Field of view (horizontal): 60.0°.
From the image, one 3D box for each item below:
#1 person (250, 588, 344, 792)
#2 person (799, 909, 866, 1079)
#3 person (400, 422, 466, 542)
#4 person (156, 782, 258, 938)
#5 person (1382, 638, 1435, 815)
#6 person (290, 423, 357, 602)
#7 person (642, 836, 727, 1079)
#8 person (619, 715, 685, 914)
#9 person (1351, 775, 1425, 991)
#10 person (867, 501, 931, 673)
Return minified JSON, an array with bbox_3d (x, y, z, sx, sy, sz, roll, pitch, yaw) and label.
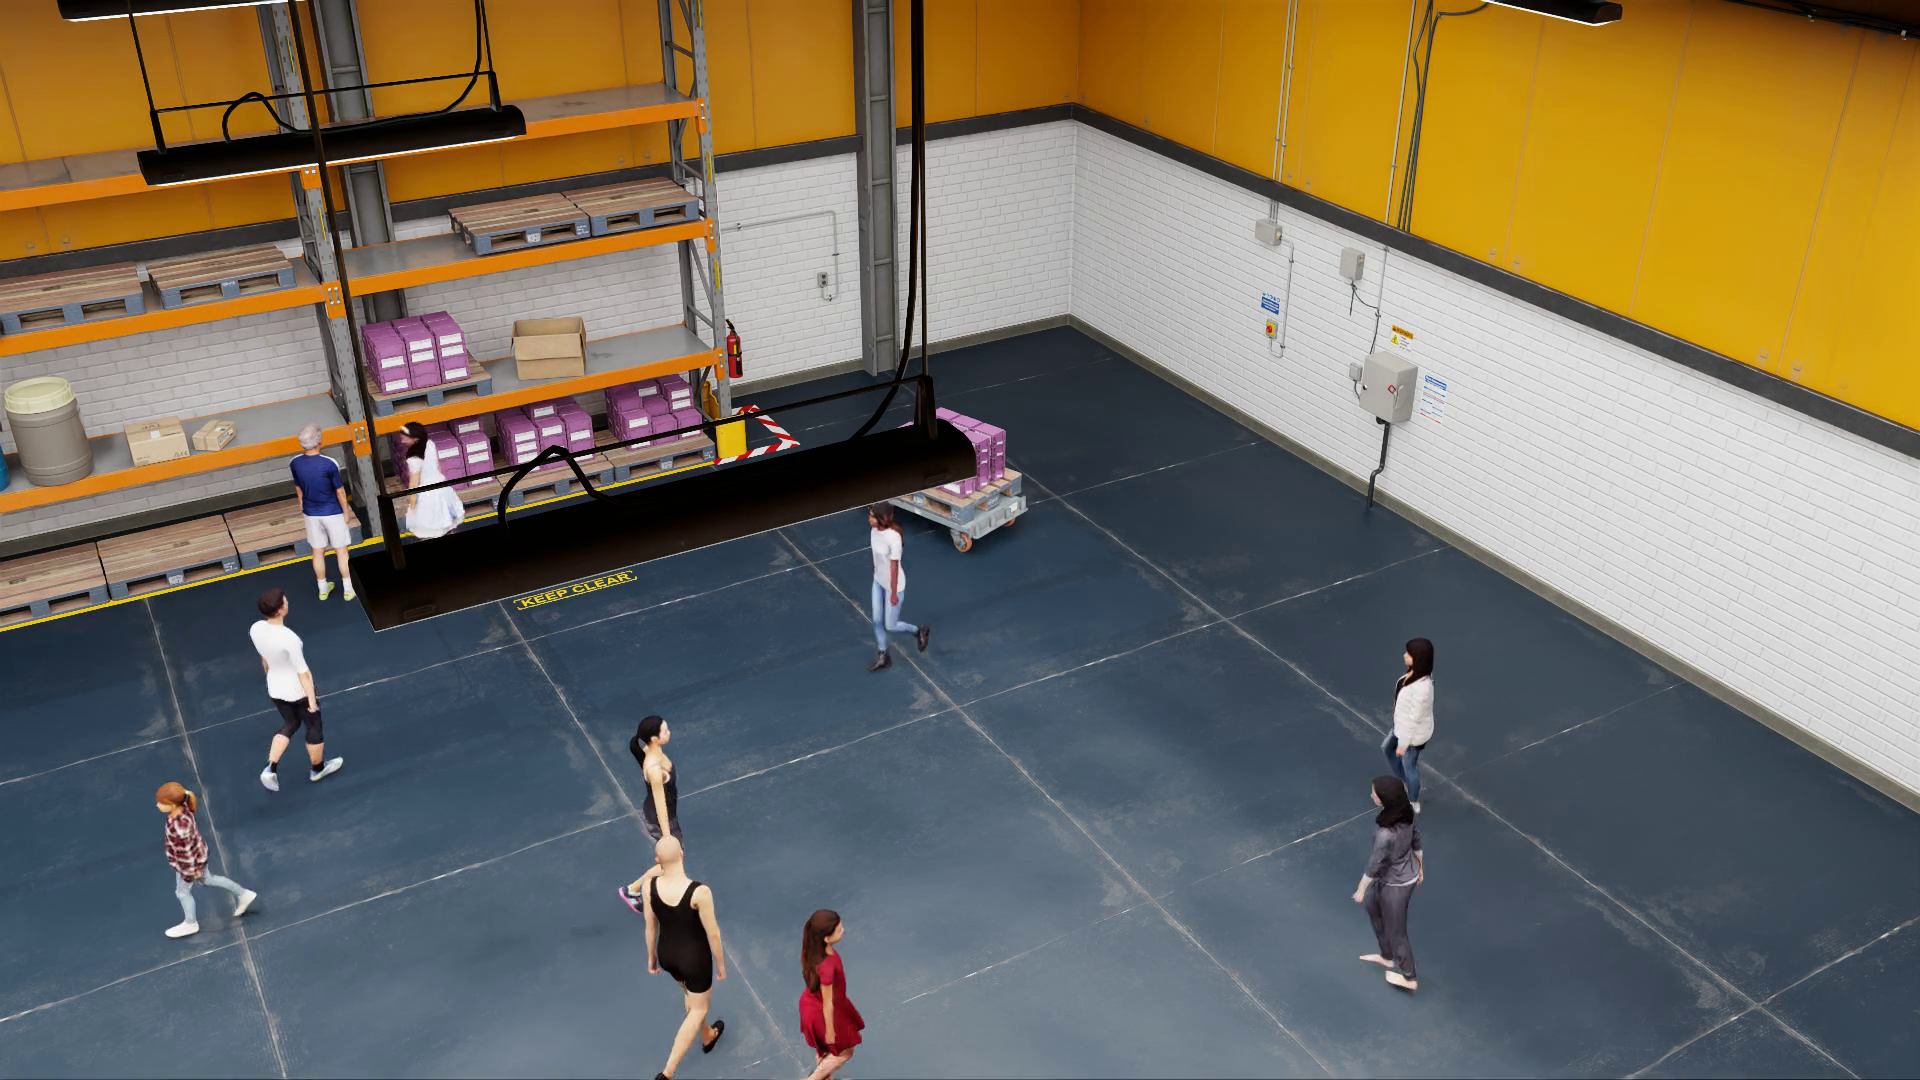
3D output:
[{"bbox_3d":[-5.426,1.234,13.317,0.988,1.831,1.096,12,31,22],"label":"person"},{"bbox_3d":[-0.910,2.963,10.445,0.737,1.547,0.605,-10,30,-17],"label":"person"},{"bbox_3d":[-5.146,-0.341,16.256,0.954,1.782,0.893,17,33,29],"label":"person"},{"bbox_3d":[-5.481,2.266,11.991,0.908,1.289,0.640,-9,30,-15],"label":"person"},{"bbox_3d":[3.634,1.474,13.093,0.775,1.624,0.740,3,29,6],"label":"person"},{"bbox_3d":[-6.143,-0.265,16.063,0.657,1.834,0.770,1,29,1],"label":"person"},{"bbox_3d":[-1.806,2.737,10.618,1.064,1.778,1.144,10,30,17],"label":"person"},{"bbox_3d":[-2.241,2.030,11.979,0.844,1.715,0.707,-6,29,-11],"label":"person"},{"bbox_3d":[3.033,2.363,11.364,0.787,1.720,0.824,-25,37,-37],"label":"person"},{"bbox_3d":[-0.567,0.400,14.979,0.886,1.705,0.647,-20,34,-32],"label":"person"}]
